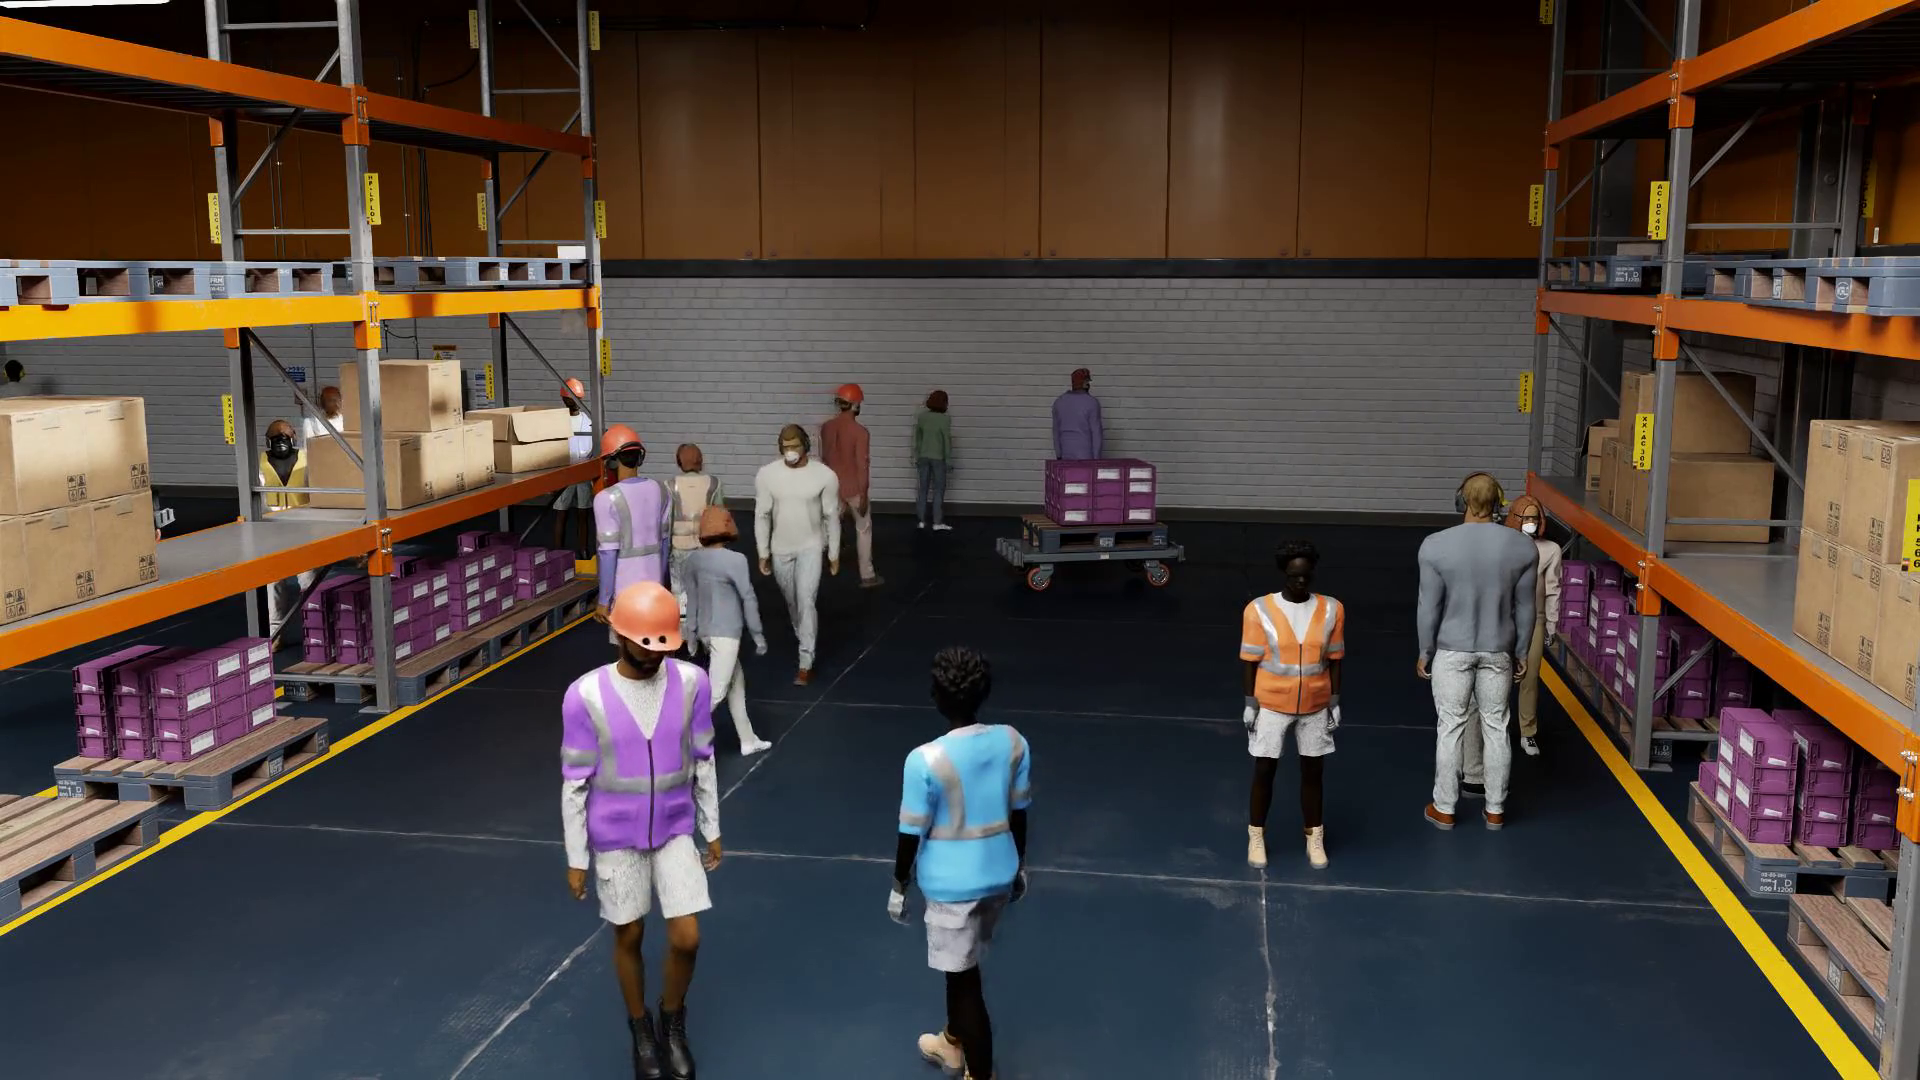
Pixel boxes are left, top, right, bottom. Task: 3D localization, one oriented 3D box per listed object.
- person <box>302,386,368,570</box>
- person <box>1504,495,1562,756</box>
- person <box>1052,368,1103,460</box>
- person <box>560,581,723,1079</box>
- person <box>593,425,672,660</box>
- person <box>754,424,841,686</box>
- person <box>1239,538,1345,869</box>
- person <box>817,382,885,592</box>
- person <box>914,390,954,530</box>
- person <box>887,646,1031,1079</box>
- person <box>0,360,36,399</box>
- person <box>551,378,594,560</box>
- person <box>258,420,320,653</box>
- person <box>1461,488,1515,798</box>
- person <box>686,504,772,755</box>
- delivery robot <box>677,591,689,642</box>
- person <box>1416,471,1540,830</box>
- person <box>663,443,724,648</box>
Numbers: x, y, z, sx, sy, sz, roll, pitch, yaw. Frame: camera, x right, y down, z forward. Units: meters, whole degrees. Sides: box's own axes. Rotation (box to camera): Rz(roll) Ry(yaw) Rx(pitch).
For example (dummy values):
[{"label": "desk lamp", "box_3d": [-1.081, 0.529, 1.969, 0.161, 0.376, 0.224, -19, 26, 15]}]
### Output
[{"label": "person", "box_3d": [-6.228, -0.604, 16.604, 0.583, 1.830, 0.988, -7, 12, -39]}, {"label": "person", "box_3d": [3.445, 0.527, 10.278, 0.497, 1.629, 0.277, 1, 9, 5]}, {"label": "person", "box_3d": [1.344, -0.970, 18.642, 0.642, 1.909, 0.399, 8, 12, 40]}, {"label": "person", "box_3d": [-1.142, 1.074, 6.030, 0.594, 1.902, 0.506, -4, 10, -23]}, {"label": "person", "box_3d": [-2.077, 0.296, 10.452, 0.404, 2.033, 0.608, 6, 11, 33]}, {"label": "person", "box_3d": [-1.195, 0.061, 12.362, 0.626, 1.891, 1.016, 1, 9, 8]}, {"label": "person", "box_3d": [1.652, 0.817, 8.303, 0.533, 1.687, 0.320, -1, 9, -3]}, {"label": "person", "box_3d": [-1.105, -0.486, 15.498, 0.623, 1.966, 0.922, 7, 12, 39]}, {"label": "person", "box_3d": [-0.317, -0.920, 19.262, 0.596, 1.614, 0.310, 7, 12, 39]}, {"label": "person", "box_3d": [-0.064, 1.194, 5.973, 0.553, 1.671, 0.683, -8, 12, -42]}, {"label": "person", "box_3d": [-11.957, -1.353, 21.136, 0.533, 1.864, 0.310, -3, 10, -20]}, {"label": "person", "box_3d": [-3.807, -0.628, 16.435, 0.543, 1.939, 0.360, -7, 11, -36]}, {"label": "person", "box_3d": [-5.276, -0.028, 13.062, 0.625, 1.837, 0.429, -4, 10, -22]}, {"label": "person", "box_3d": [2.957, 0.548, 9.493, 0.404, 1.836, 0.600, -2, 9, -12]}, {"label": "person", "box_3d": [-1.486, 0.583, 10.026, 0.830, 1.596, 0.515, -9, 13, -44]}, {"label": "delivery robot", "box_3d": [-2.079, 0.560, 13.078, 0.477, 0.478, 0.707, 0, 9, 1]}, {"label": "person", "box_3d": [2.741, 0.596, 8.885, 0.632, 1.940, 0.372, 1, 9, 4]}, {"label": "person", "box_3d": [-2.152, 0.029, 13.384, 0.530, 1.610, 0.747, -3, 10, -15]}]
